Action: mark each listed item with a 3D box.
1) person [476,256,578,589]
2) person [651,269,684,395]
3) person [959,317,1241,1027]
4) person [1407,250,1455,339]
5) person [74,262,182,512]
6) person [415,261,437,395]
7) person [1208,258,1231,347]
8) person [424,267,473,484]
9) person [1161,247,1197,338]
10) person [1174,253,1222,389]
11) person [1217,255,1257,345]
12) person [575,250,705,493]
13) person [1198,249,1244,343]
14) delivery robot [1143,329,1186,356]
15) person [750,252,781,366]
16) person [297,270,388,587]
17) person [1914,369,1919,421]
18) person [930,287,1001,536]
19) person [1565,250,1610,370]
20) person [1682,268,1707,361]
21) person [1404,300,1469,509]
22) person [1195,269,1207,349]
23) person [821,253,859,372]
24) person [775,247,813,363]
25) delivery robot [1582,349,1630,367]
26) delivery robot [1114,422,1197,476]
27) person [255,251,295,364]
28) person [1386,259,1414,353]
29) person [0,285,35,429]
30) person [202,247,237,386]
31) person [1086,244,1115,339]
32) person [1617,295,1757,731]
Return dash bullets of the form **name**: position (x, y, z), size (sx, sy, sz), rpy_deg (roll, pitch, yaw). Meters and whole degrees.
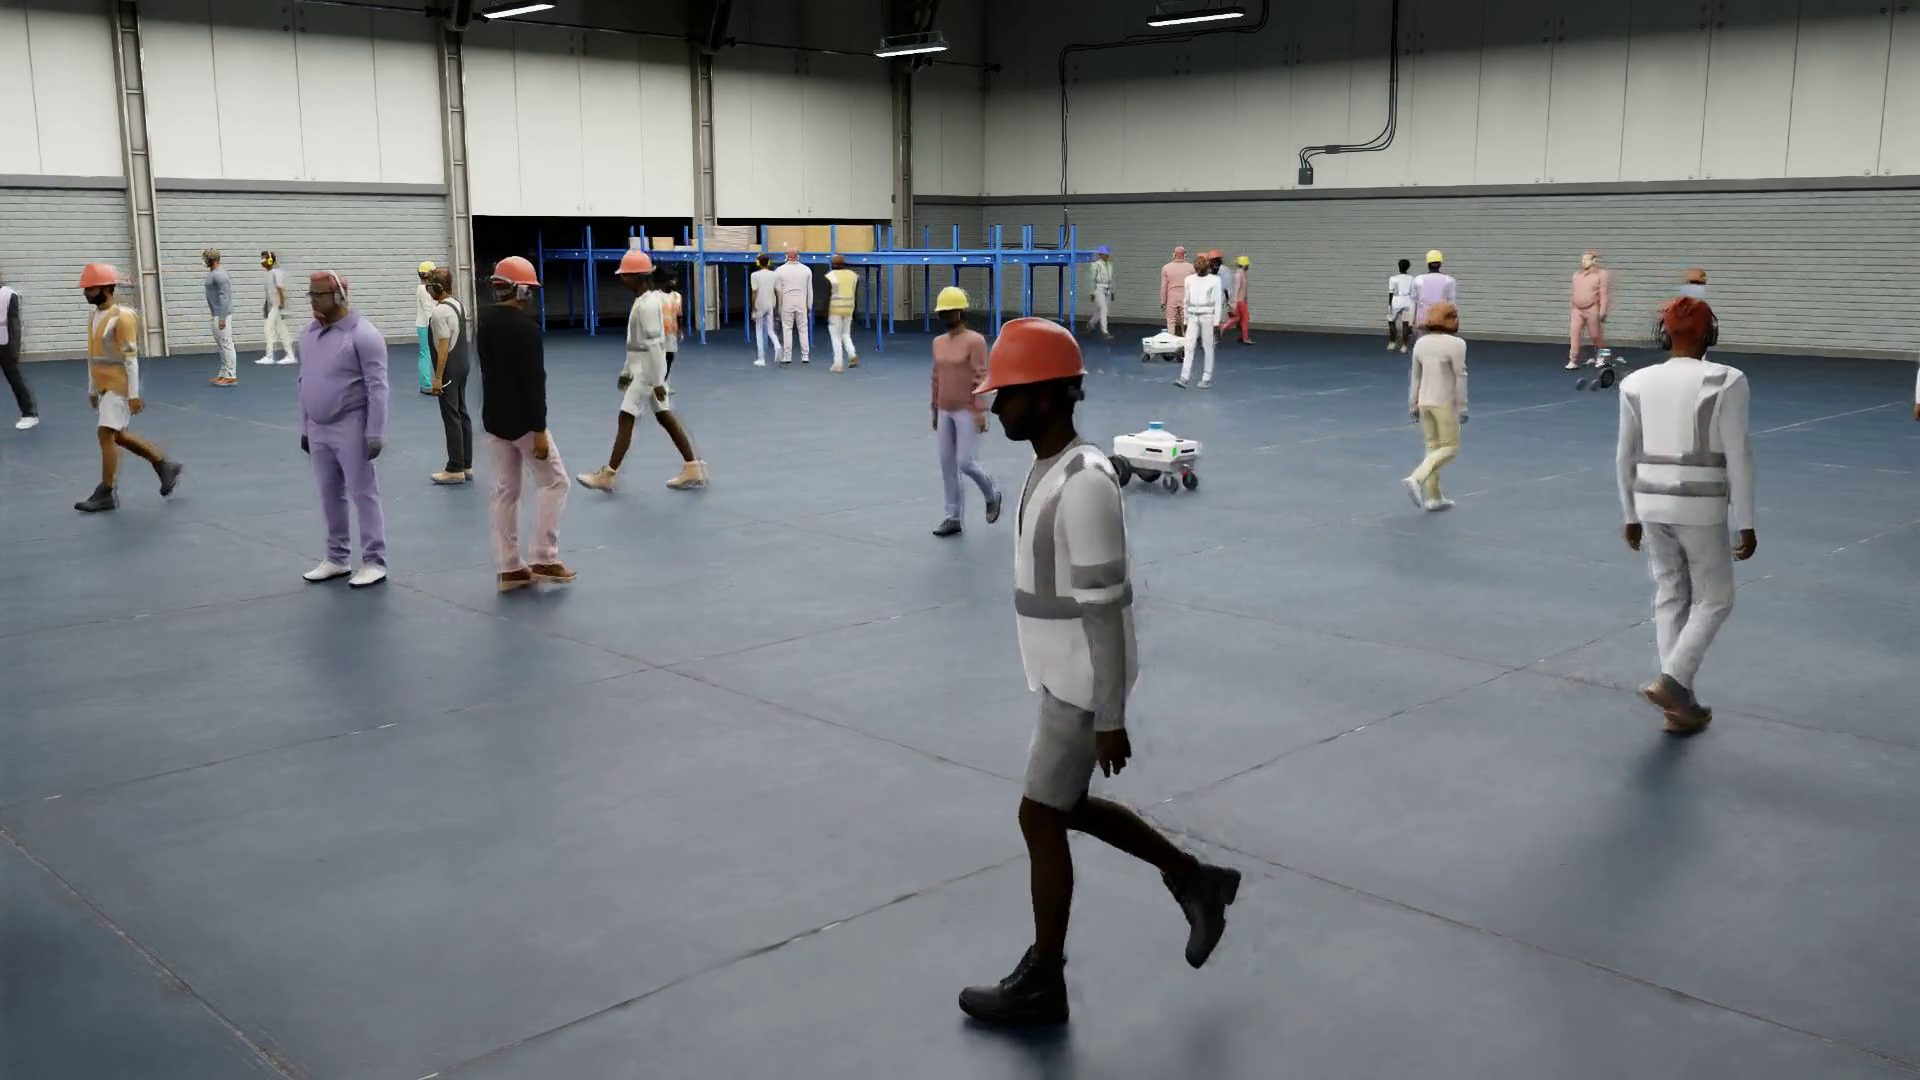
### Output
- **person**: position (-2.583, -0.698, 9.981), size (0.653, 1.979, 0.573), rpy_deg (9, 14, 39)
- **person**: position (-3.938, -2.748, 22.016), size (0.597, 1.662, 0.406), rpy_deg (-9, 14, -41)
- **person**: position (0.400, 0.353, 4.476), size (0.739, 1.907, 0.577), rpy_deg (-1, 10, -6)
- **person**: position (6.450, -3.012, 22.800), size (0.590, 1.912, 0.439), rpy_deg (1, 10, 7)
- **person**: position (-6.566, -1.214, 13.024), size (0.554, 1.911, 0.859), rpy_deg (7, 13, 35)
- **person**: position (-7.096, -2.826, 22.204), size (0.329, 1.762, 0.523), rpy_deg (-4, 11, -23)
- **person**: position (4.834, -4.458, 31.319), size (0.556, 1.674, 0.715), rpy_deg (-4, 11, -19)
- **person**: position (-4.403, -1.418, 14.309), size (0.345, 1.840, 0.504), rpy_deg (1, 10, 4)
- **person**: position (3.881, -4.243, 29.534), size (0.651, 1.906, 0.403), rpy_deg (0, 10, 2)
- **person**: position (3.261, -2.994, 22.858), size (0.606, 1.850, 0.869), rpy_deg (7, 12, 32)
- **person**: position (5.414, -4.685, 32.434), size (0.731, 1.727, 0.547), rpy_deg (3, 11, 16)
- **person**: position (-2.631, -1.387, 13.761), size (1.070, 1.989, 0.616), rpy_deg (-2, 11, -9)
- **person**: position (5.221, -4.817, 32.880), size (0.569, 1.848, 1.148), rpy_deg (-9, 13, -39)
- **delivery robot**: position (3.438, -3.299, 27.931), size (0.707, 0.478, 0.477), rpy_deg (-5, 12, -26)
- **person**: position (-3.143, -3.745, 26.972), size (0.529, 1.851, 0.711), rpy_deg (-7, 12, -32)
- **person**: position (-3.772, -0.677, 10.087), size (0.651, 1.905, 0.403), rpy_deg (5, 12, 26)
- **person**: position (7.530, -1.060, 12.492), size (0.595, 1.798, 0.889), rpy_deg (7, 13, 34)
- **person**: position (0.020, -0.917, 11.798), size (0.470, 1.750, 0.550), rpy_deg (-10, 15, -44)
- **person**: position (10.001, -3.659, 26.434), size (0.897, 1.873, 0.649), rpy_deg (-9, 14, -41)
- **person**: position (11.232, -3.328, 25.368), size (0.754, 1.605, 0.514), rpy_deg (-4, 11, -22)
- **person**: position (3.626, -1.022, 12.734), size (0.535, 1.616, 0.522), rpy_deg (-6, 12, -29)
- **person**: position (4.508, -4.365, 30.995), size (0.524, 1.617, 0.513), rpy_deg (-1, 10, -6)
- **person**: position (-1.877, -3.531, 25.854), size (0.643, 1.827, 0.446), rpy_deg (-8, 13, -36)
- **person**: position (-2.775, -3.905, 27.690), size (0.652, 1.906, 0.402), rpy_deg (-3, 11, -18)
- **delivery robot**: position (8.934, -2.521, 22.980), size (0.698, 0.223, 0.335), rpy_deg (-5, 11, -23)
- **delivery robot**: position (1.651, -0.755, 14.061), size (0.477, 0.478, 0.707), rpy_deg (-10, 14, -43)
- **person**: position (-11.345, -3.806, 27.303), size (0.805, 1.848, 0.554), rpy_deg (-8, 13, -36)
- **person**: position (7.974, -4.238, 30.128), size (0.547, 1.672, 0.632), rpy_deg (-1, 10, -4)
- **person**: position (-10.398, -2.101, 17.967), size (0.608, 1.873, 0.992), rpy_deg (0, 10, 2)
- **person**: position (-10.462, -3.151, 23.497), size (0.378, 1.937, 0.628), rpy_deg (-6, 12, -31)
- **person**: position (2.883, -5.112, 34.226), size (0.626, 1.924, 0.761), rpy_deg (-10, 14, -44)
- **person**: position (3.056, -0.101, 7.072), size (0.495, 1.857, 0.658), rpy_deg (-8, 13, -37)
